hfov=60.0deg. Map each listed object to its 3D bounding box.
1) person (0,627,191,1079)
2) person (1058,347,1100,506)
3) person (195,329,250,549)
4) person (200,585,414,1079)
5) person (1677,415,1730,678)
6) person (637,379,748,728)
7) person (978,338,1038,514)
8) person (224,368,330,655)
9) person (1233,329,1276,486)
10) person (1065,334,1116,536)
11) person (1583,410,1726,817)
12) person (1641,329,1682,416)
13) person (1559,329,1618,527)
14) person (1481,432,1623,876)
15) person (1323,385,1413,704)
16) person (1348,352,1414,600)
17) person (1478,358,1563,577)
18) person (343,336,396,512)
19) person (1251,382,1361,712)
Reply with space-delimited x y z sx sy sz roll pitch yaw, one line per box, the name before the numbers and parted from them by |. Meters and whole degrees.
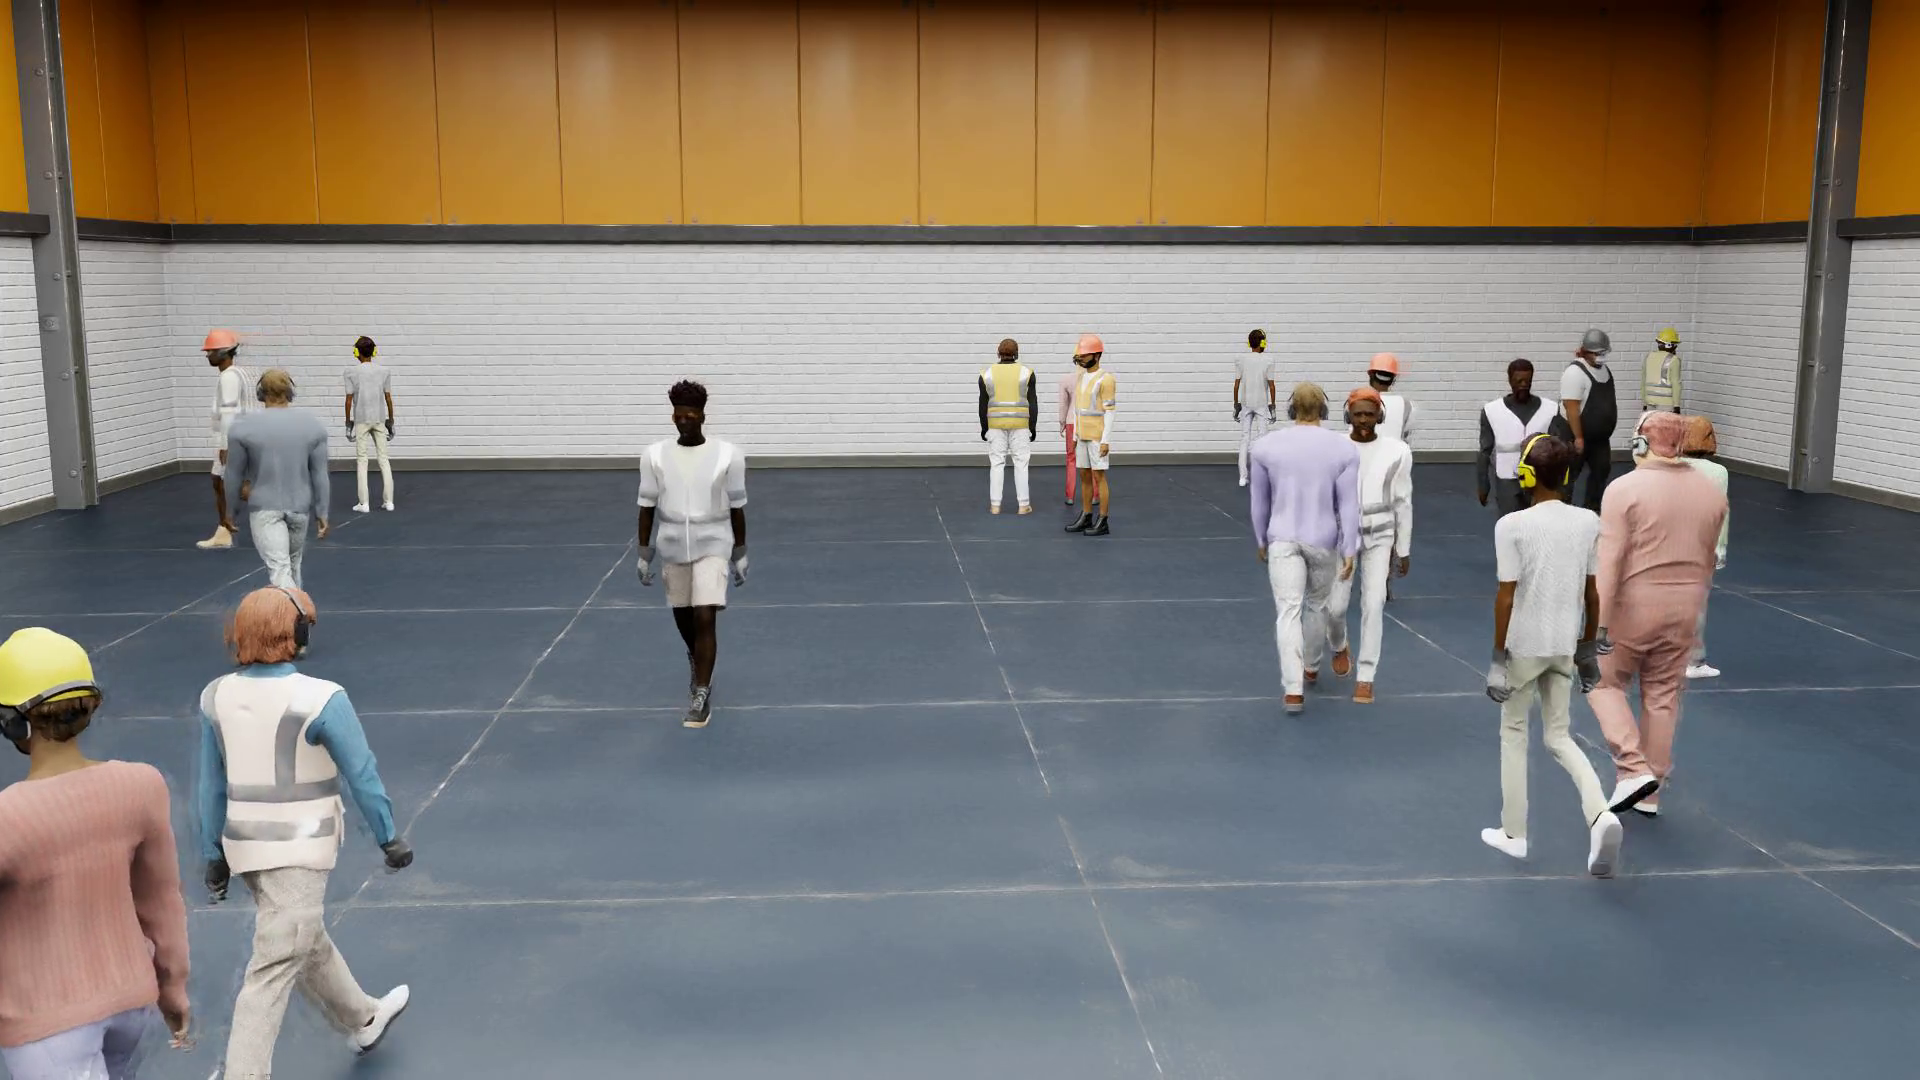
person | -2.058 1.052 3.763 0.903 1.721 0.527 4 10 22
person | 1.329 -1.246 18.050 0.525 1.767 0.318 1 9 8
person | -6.589 -0.912 15.160 0.756 2.021 0.625 -5 10 -27
person | -1.953 0.924 4.962 0.525 1.586 0.893 4 10 25
person | 4.553 0.039 10.383 0.280 1.636 0.500 -6 11 -35
person | -1.522 0.030 9.540 0.613 1.932 0.964 0 9 3
person | 0.510 -1.186 17.427 0.619 1.845 0.430 1 9 7
person | -4.542 -0.199 11.102 0.631 1.891 1.025 -8 12 -41
person | 3.493 -1.562 19.716 0.528 1.865 0.313 4 10 26
person | 1.249 -1.006 16.003 0.361 1.935 0.552 -6 11 -32
person | 3.181 0.348 7.670 0.670 1.883 0.452 -2 9 -12
person | 8.875 -1.749 21.012 0.404 1.827 0.589 -4 10 -21
person | 6.103 -1.103 16.283 0.716 2.000 0.641 -7 11 -36
person | 2.472 0.487 6.928 0.531 1.842 0.711 -2 9 -15
person | 2.356 0.006 9.857 0.614 1.867 0.538 2 9 11
person | 3.221 -0.513 13.028 0.551 1.893 0.861 -2 9 -11
person | 4.295 -0.467 12.823 0.592 1.878 0.962 0 9 0
person | -6.252 -1.224 17.616 0.517 1.862 0.313 -6 11 -33
person | 2.014 0.017 9.766 0.621 1.878 1.052 2 9 11
